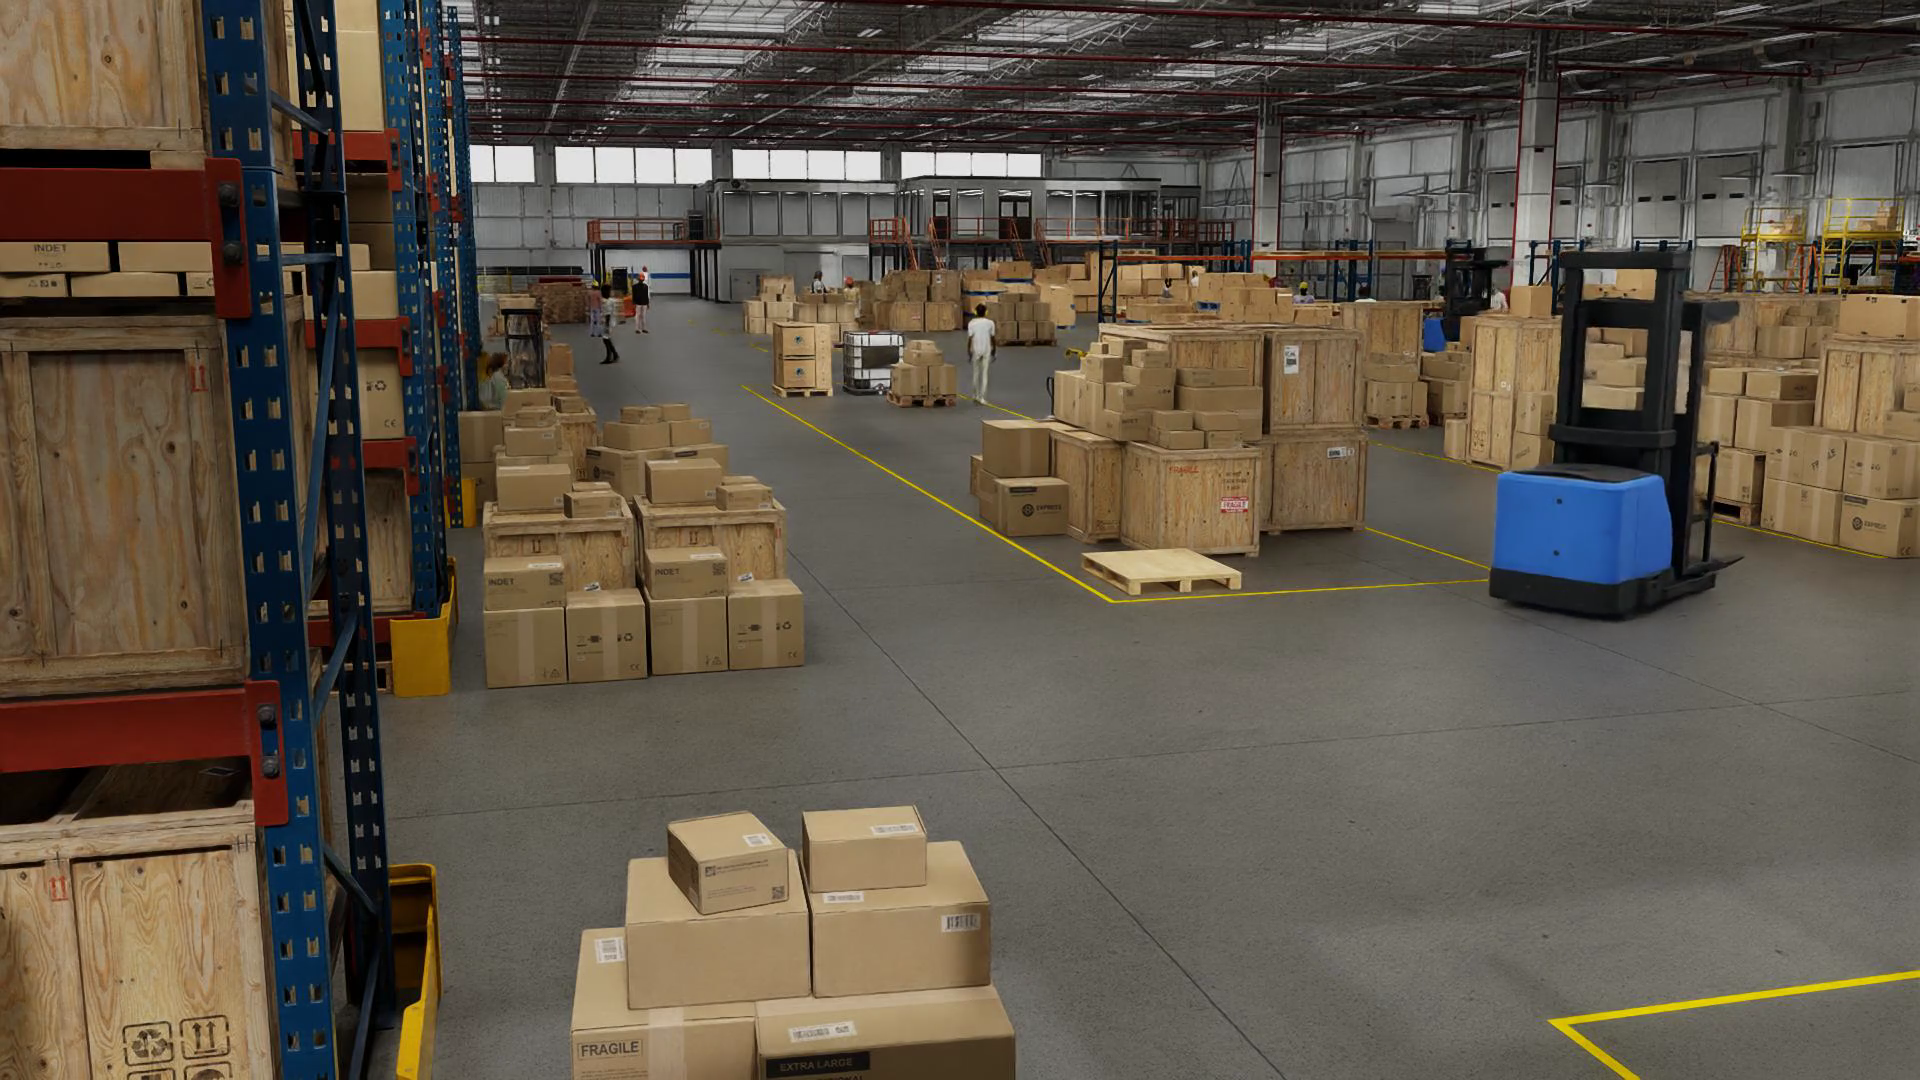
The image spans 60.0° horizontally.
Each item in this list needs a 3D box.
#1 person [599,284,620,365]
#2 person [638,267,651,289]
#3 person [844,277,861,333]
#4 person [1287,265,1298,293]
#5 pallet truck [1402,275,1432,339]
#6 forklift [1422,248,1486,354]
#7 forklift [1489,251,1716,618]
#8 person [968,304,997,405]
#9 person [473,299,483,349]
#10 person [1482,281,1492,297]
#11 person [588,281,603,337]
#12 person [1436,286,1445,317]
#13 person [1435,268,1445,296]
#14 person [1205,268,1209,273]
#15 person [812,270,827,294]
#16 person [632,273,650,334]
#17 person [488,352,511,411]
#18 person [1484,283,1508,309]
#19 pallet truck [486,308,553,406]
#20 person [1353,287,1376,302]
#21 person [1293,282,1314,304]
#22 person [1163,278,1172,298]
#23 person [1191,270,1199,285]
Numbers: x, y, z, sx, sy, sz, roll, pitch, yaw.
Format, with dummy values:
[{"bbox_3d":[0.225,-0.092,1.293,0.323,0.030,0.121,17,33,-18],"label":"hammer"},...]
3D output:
[{"bbox_3d":[-8.554,-5.218,40.350,0.437,1.957,0.606,-2,10,-9],"label":"person"},{"bbox_3d":[-15.831,-12.770,83.412,0.581,1.850,0.857,-4,11,-20],"label":"person"},{"bbox_3d":[-3.352,-7.251,51.952,0.553,1.921,0.412,1,10,5],"label":"person"},{"bbox_3d":[17.270,-13.352,86.593,0.591,1.889,0.949,-4,11,-22],"label":"person"},{"bbox_3d":[14.620,-7.324,52.145,0.823,1.965,1.885,8,13,40],"label":"pallet truck"},{"bbox_3d":[12.248,-5.722,40.575,1.129,2.768,1.873,-3,10,-15],"label":"forklift"},{"bbox_3d":[5.237,-0.917,13.368,1.873,2.768,1.129,-10,14,-43],"label":"forklift"},{"bbox_3d":[0.400,-3.398,30.431,0.517,1.818,0.970,1,10,4],"label":"person"},{"bbox_3d":[-13.504,-6.123,45.891,0.597,1.807,0.748,2,10,14],"label":"person"},{"bbox_3d":[16.816,-7.399,53.141,0.619,1.802,0.953,3,10,16],"label":"person"},{"bbox_3d":[-11.566,-7.332,52.845,0.533,1.767,0.324,3,11,18],"label":"person"},{"bbox_3d":[14.548,-6.819,50.166,0.322,1.690,0.533,-3,10,-15],"label":"person"},{"bbox_3d":[20.857,-10.769,71.889,0.643,1.907,0.918,3,10,17],"label":"person"},{"bbox_3d":[11.870,-12.200,80.300,0.659,1.798,0.919,6,12,32],"label":"person"},{"bbox_3d":[-4.914,-8.446,58.374,0.537,2.000,0.682,-4,11,-21],"label":"person"},{"bbox_3d":[-10.507,-7.794,54.846,0.398,1.984,0.609,10,14,44],"label":"person"},{"bbox_3d":[-5.614,-1.477,20.149,0.814,1.605,0.517,-3,10,-14],"label":"person"},{"bbox_3d":[14.585,-6.046,45.257,0.687,1.865,1.024,-3,10,-17],"label":"person"},{"bbox_3d":[-6.242,-2.418,24.362,0.823,1.965,1.885,1,10,3],"label":"pallet truck"},{"bbox_3d":[9.725,-5.145,40.112,0.652,1.894,0.373,3,10,14],"label":"person"},{"bbox_3d":[9.164,-5.936,44.477,0.587,1.930,0.361,4,11,23],"label":"person"},{"bbox_3d":[6.659,-7.492,53.506,0.328,1.861,0.500,0,10,1],"label":"person"},{"bbox_3d":[9.268,-9.644,65.464,0.370,1.934,0.627,7,12,34],"label":"person"}]
